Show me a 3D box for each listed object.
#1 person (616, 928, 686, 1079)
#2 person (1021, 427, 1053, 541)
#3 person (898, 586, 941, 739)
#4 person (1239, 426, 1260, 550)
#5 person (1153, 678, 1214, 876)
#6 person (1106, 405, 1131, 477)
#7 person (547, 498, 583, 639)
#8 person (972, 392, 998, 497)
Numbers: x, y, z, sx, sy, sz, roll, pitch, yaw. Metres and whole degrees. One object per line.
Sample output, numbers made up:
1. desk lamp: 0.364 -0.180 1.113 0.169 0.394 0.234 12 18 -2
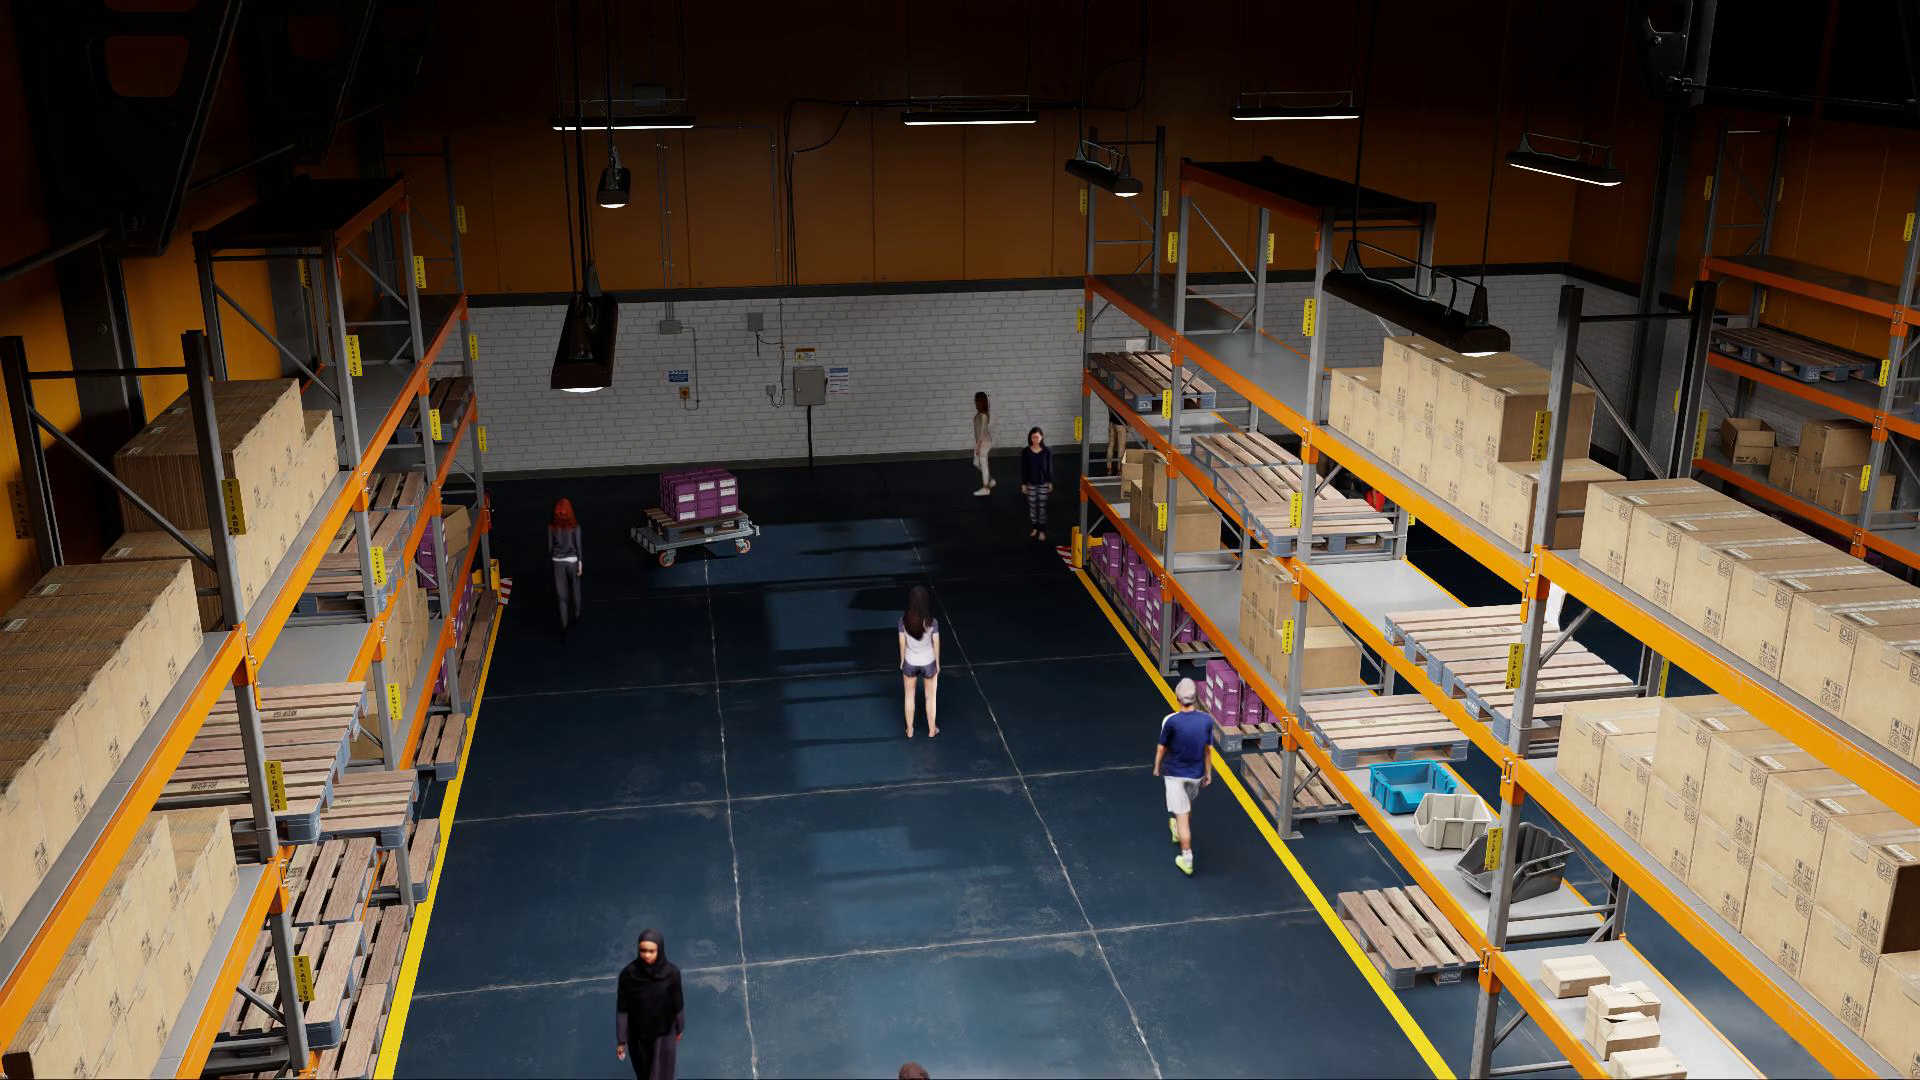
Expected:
1. person: -2.174 3.421 11.759 0.727 1.607 1.164 0 19 -1
2. person: 1.137 -0.848 24.278 0.707 1.706 0.785 2 19 5
3. person: -0.438 1.310 17.871 0.648 1.707 0.612 2 19 5
4. person: 4.287 -0.755 23.811 0.854 1.830 0.769 9 21 26
5. person: 2.075 2.180 15.145 0.697 1.797 1.076 -5 19 -15
6. person: 2.590 -1.913 27.201 0.765 1.860 0.618 -13 22 -33
7. person: -4.899 0.382 20.590 0.606 1.729 1.135 -2 19 -7
8. person: 0.455 -1.510 26.266 0.657 1.692 0.559 -1 19 -3
